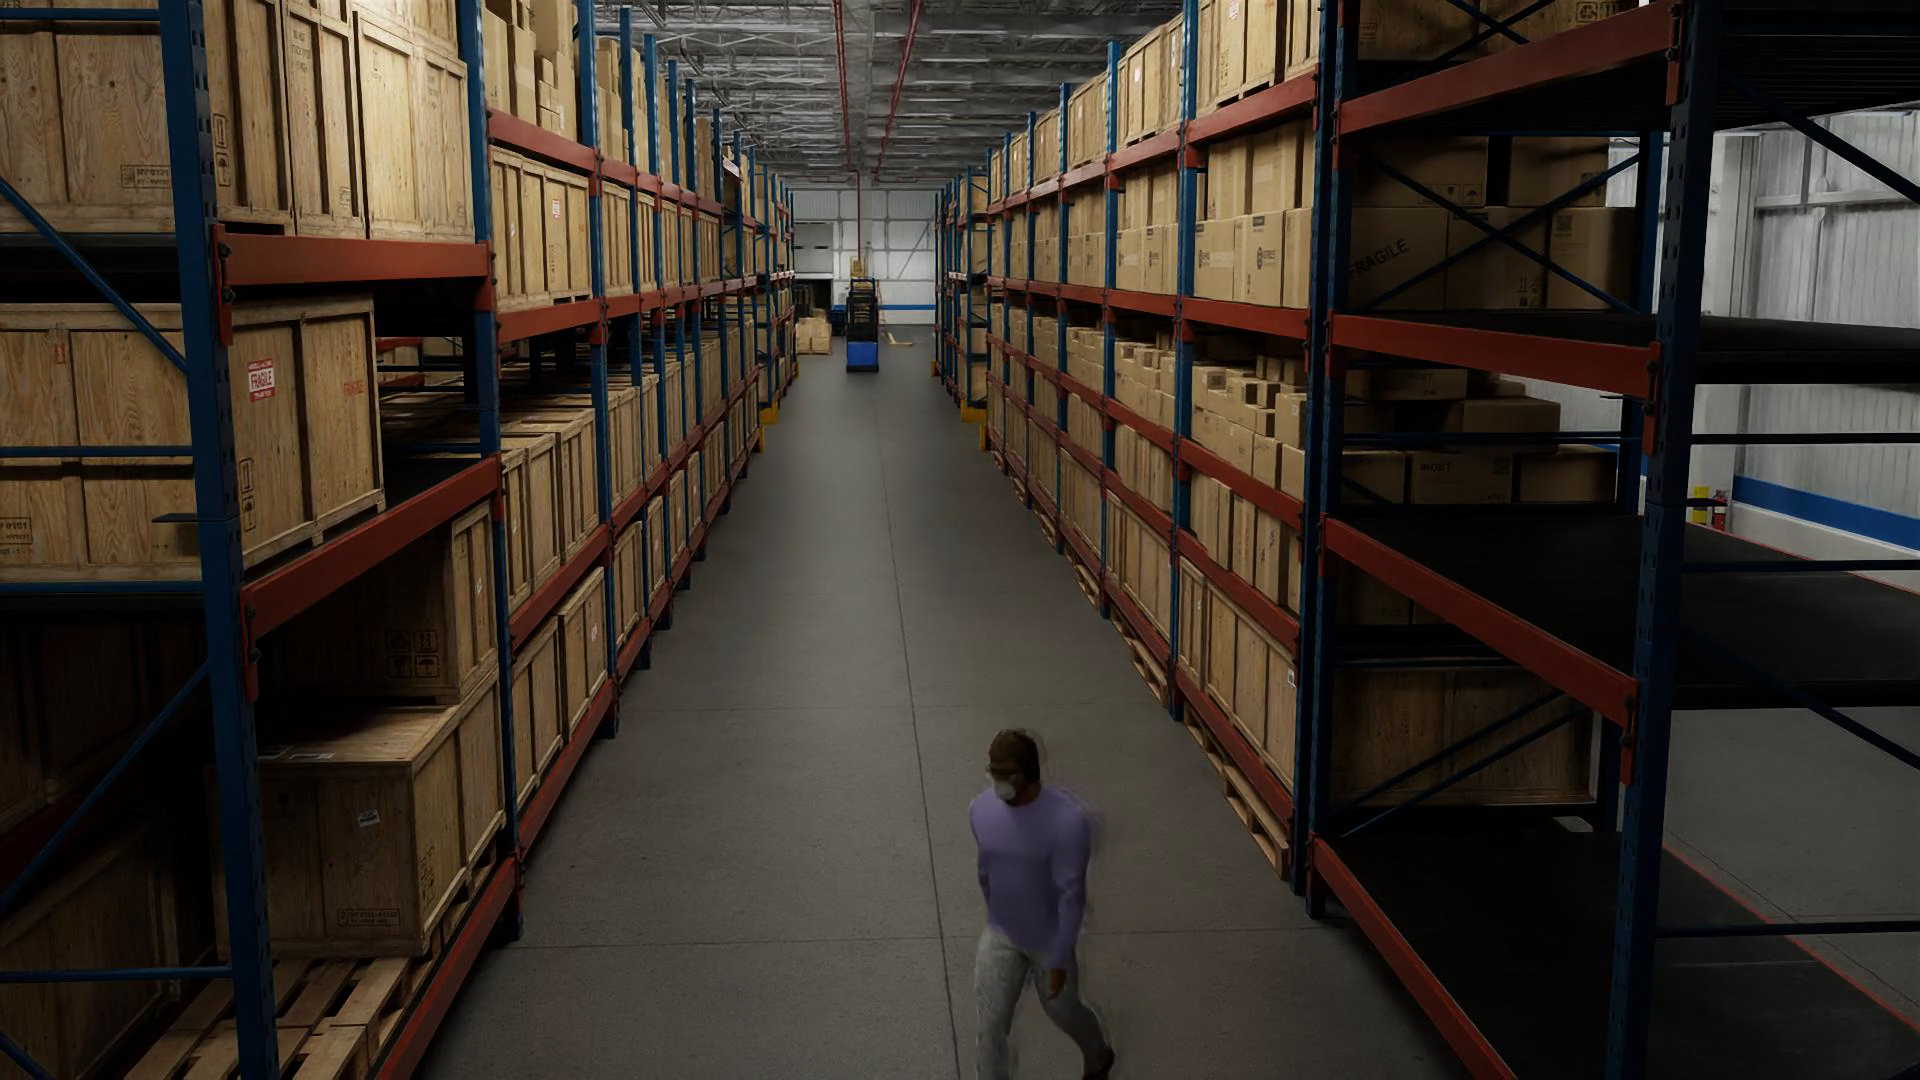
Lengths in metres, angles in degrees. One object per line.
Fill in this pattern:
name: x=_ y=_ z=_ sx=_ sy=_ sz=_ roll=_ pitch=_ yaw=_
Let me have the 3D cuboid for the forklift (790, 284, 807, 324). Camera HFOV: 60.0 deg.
forklift: x=-7.398 y=-10.152 z=75.111 sx=1.129 sy=2.768 sz=1.873 roll=2 pitch=10 yaw=11

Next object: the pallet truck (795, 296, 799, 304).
pallet truck: x=-8.622 y=-12.439 z=91.403 sx=1.885 sy=1.965 sz=0.823 roll=2 pitch=10 yaw=13

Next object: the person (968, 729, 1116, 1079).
person: x=0.343 y=1.704 z=7.274 sx=0.630 sy=1.896 sz=1.010 roll=6 pitch=11 yaw=31

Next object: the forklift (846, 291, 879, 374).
forklift: x=-3.370 y=-7.168 z=57.288 sx=1.129 sy=2.768 sz=1.873 roll=-1 pitch=10 yaw=-4
